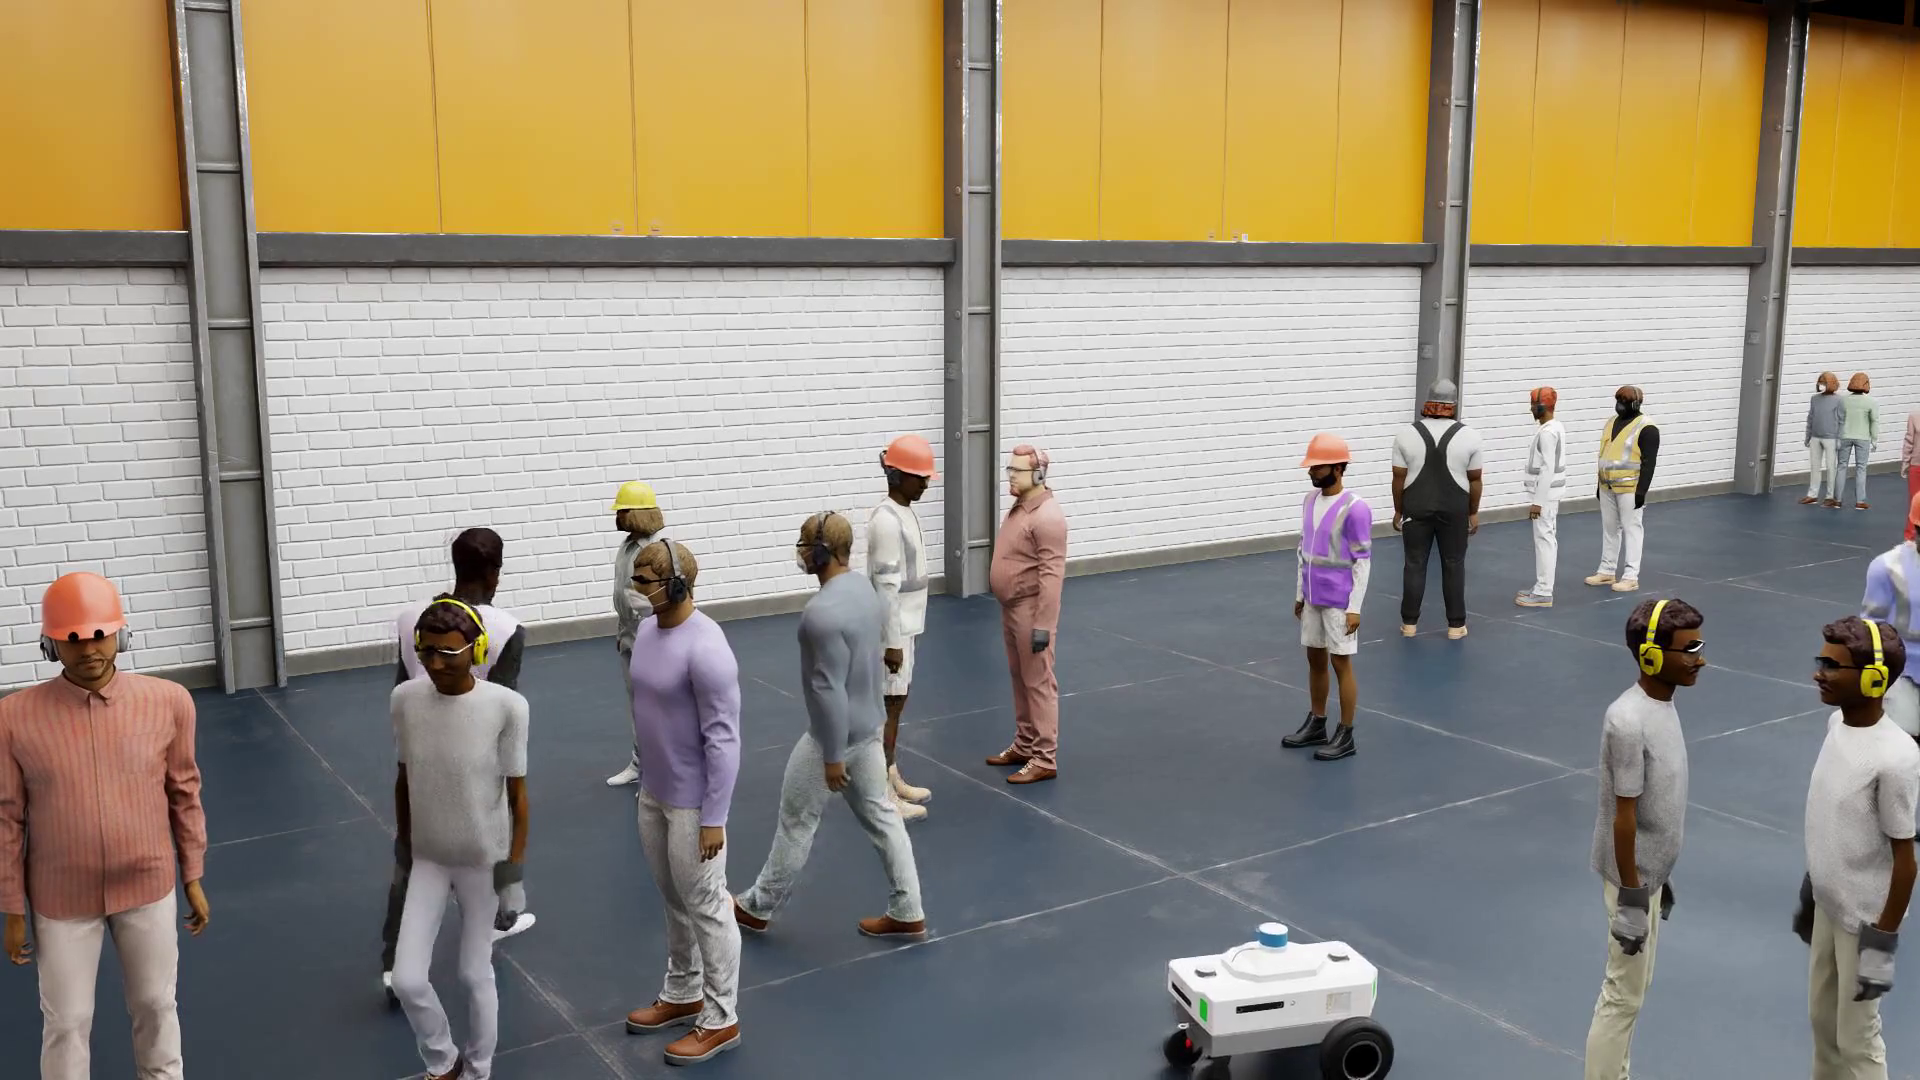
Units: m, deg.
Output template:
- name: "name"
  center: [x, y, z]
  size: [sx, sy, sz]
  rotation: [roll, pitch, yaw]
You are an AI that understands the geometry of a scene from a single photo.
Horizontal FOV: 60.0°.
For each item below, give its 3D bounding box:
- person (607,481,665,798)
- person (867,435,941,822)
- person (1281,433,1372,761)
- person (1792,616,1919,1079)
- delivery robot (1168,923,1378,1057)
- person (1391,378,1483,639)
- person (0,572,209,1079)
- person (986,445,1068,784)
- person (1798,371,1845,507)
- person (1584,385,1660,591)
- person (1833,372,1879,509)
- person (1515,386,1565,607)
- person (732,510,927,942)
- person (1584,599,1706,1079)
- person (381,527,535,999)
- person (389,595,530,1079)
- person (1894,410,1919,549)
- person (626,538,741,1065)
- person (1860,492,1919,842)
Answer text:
- name: "person"
  center: [-1.757, 0.540, 9.147]
  size: [0.294, 1.744, 0.486]
  rotation: [-8, 12, -38]
- name: "person"
  center: [-0.294, 0.456, 8.787]
  size: [0.401, 2.029, 0.615]
  rotation: [1, 9, 5]
- name: "person"
  center: [2.156, 0.332, 9.819]
  size: [0.373, 1.934, 0.551]
  rotation: [-5, 11, -27]
- name: "person"
  center: [2.701, 1.151, 5.082]
  size: [0.336, 1.873, 0.521]
  rotation: [1, 9, 6]
- name: "delivery robot"
  center: [1.114, 1.617, 5.952]
  size: [0.707, 0.478, 0.477]
  rotation: [-3, 10, -15]
- name: "person"
  center: [3.729, -0.253, 13.030]
  size: [0.684, 2.000, 0.535]
  rotation: [3, 10, 19]
- name: "person"
  center: [-2.648, 1.078, 5.150]
  size: [0.608, 1.995, 0.377]
  rotation: [-7, 12, -36]
- name: "person"
  center: [0.368, 0.412, 9.423]
  size: [0.409, 1.909, 0.651]
  rotation: [-3, 10, -16]
- name: "person"
  center: [10.423, -1.216, 20.061]
  size: [0.268, 1.630, 0.507]
  rotation: [-4, 10, -23]
- name: "person"
  center: [5.939, -0.468, 14.926]
  size: [0.429, 1.845, 0.627]
  rotation: [-3, 10, -20]
- name: "person"
  center: [10.672, -1.180, 19.840]
  size: [0.500, 1.633, 0.280]
  rotation: [8, 12, 40]
- name: "person"
  center: [4.978, -0.370, 14.208]
  size: [0.353, 1.885, 0.572]
  rotation: [4, 10, 25]
- name: "person"
  center: [-0.599, 0.805, 7.125]
  size: [0.987, 1.882, 0.647]
  rotation: [3, 10, 18]
- name: "person"
  center: [2.219, 1.103, 5.377]
  size: [0.328, 1.872, 0.515]
  rotation: [6, 11, 30]
- name: "person"
  center: [-2.084, 0.879, 6.767]
  size: [0.662, 1.863, 1.017]
  rotation: [3, 10, 16]
- name: "person"
  center: [-1.679, 1.089, 5.529]
  size: [0.532, 1.847, 0.469]
  rotation: [1, 10, 8]
- name: "person"
  center: [9.788, -0.741, 16.800]
  size: [0.329, 1.767, 0.529]
  rotation: [-7, 12, -37]
- name: "person"
  center: [-1.021, 0.945, 6.119]
  size: [0.356, 1.938, 0.633]
  rotation: [-7, 11, -34]
- name: "person"
  center: [4.678, 0.638, 8.187]
  size: [0.556, 1.887, 0.726]
  rotation: [0, 9, 2]
